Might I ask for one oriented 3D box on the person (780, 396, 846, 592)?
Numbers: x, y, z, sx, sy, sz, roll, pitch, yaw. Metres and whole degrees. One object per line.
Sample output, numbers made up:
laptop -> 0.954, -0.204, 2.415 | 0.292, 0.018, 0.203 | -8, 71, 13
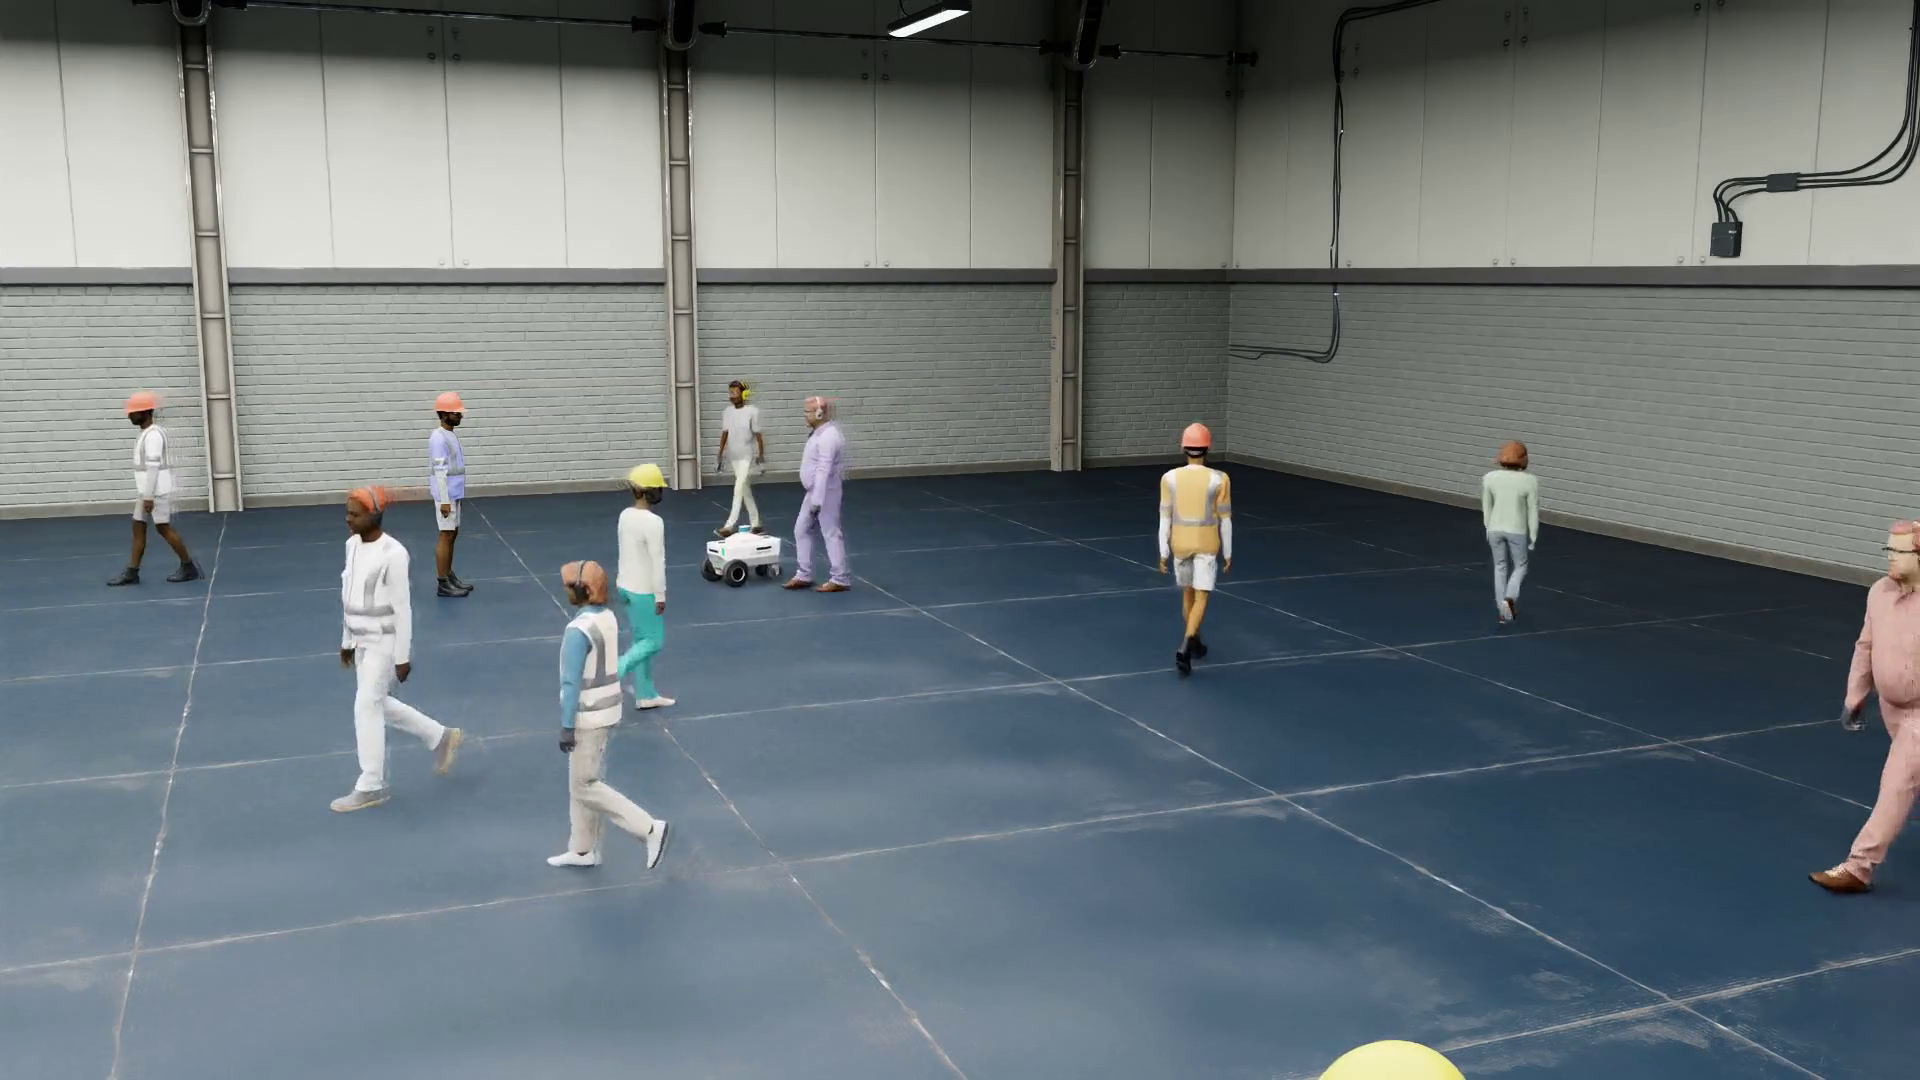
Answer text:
person -> -1.432, -0.421, 15.832 | 0.756, 1.880, 0.680 | -2, 9, -14

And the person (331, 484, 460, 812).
person -> -3.291, 0.589, 9.599 | 0.772, 1.861, 0.586 | -8, 12, -42

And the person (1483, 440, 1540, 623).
person -> 4.739, -0.054, 14.392 | 0.500, 1.615, 0.469 | 6, 11, 35

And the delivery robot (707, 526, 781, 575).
delivery robot -> -2.130, 0.102, 16.434 | 0.707, 0.478, 0.477 | -7, 12, -39

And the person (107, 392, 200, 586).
person -> -7.929, -0.488, 16.299 | 0.842, 1.913, 0.562 | -7, 11, -36

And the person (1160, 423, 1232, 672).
person -> 1.803, 0.047, 12.860 | 0.551, 1.908, 0.940 | 4, 10, 23

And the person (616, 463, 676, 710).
person -> -2.257, 0.349, 11.435 | 0.597, 1.747, 0.536 | -7, 12, -39

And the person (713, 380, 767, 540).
person -> -2.586, -0.904, 19.035 | 0.551, 1.826, 0.948 | 7, 11, 35

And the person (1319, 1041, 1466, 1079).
person -> 0.613, 1.677, 2.543 | 0.371, 1.927, 0.588 | 0, 9, -3

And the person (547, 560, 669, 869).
person -> -1.798, 0.900, 8.374 | 0.612, 1.619, 0.523 | 1, 9, 3

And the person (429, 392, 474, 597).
person -> -4.809, -0.431, 15.749 | 0.371, 1.935, 0.551 | -1, 9, -5

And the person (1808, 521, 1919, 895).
person -> 4.685, 0.821, 8.181 | 1.016, 1.847, 0.653 | -1, 9, -9
